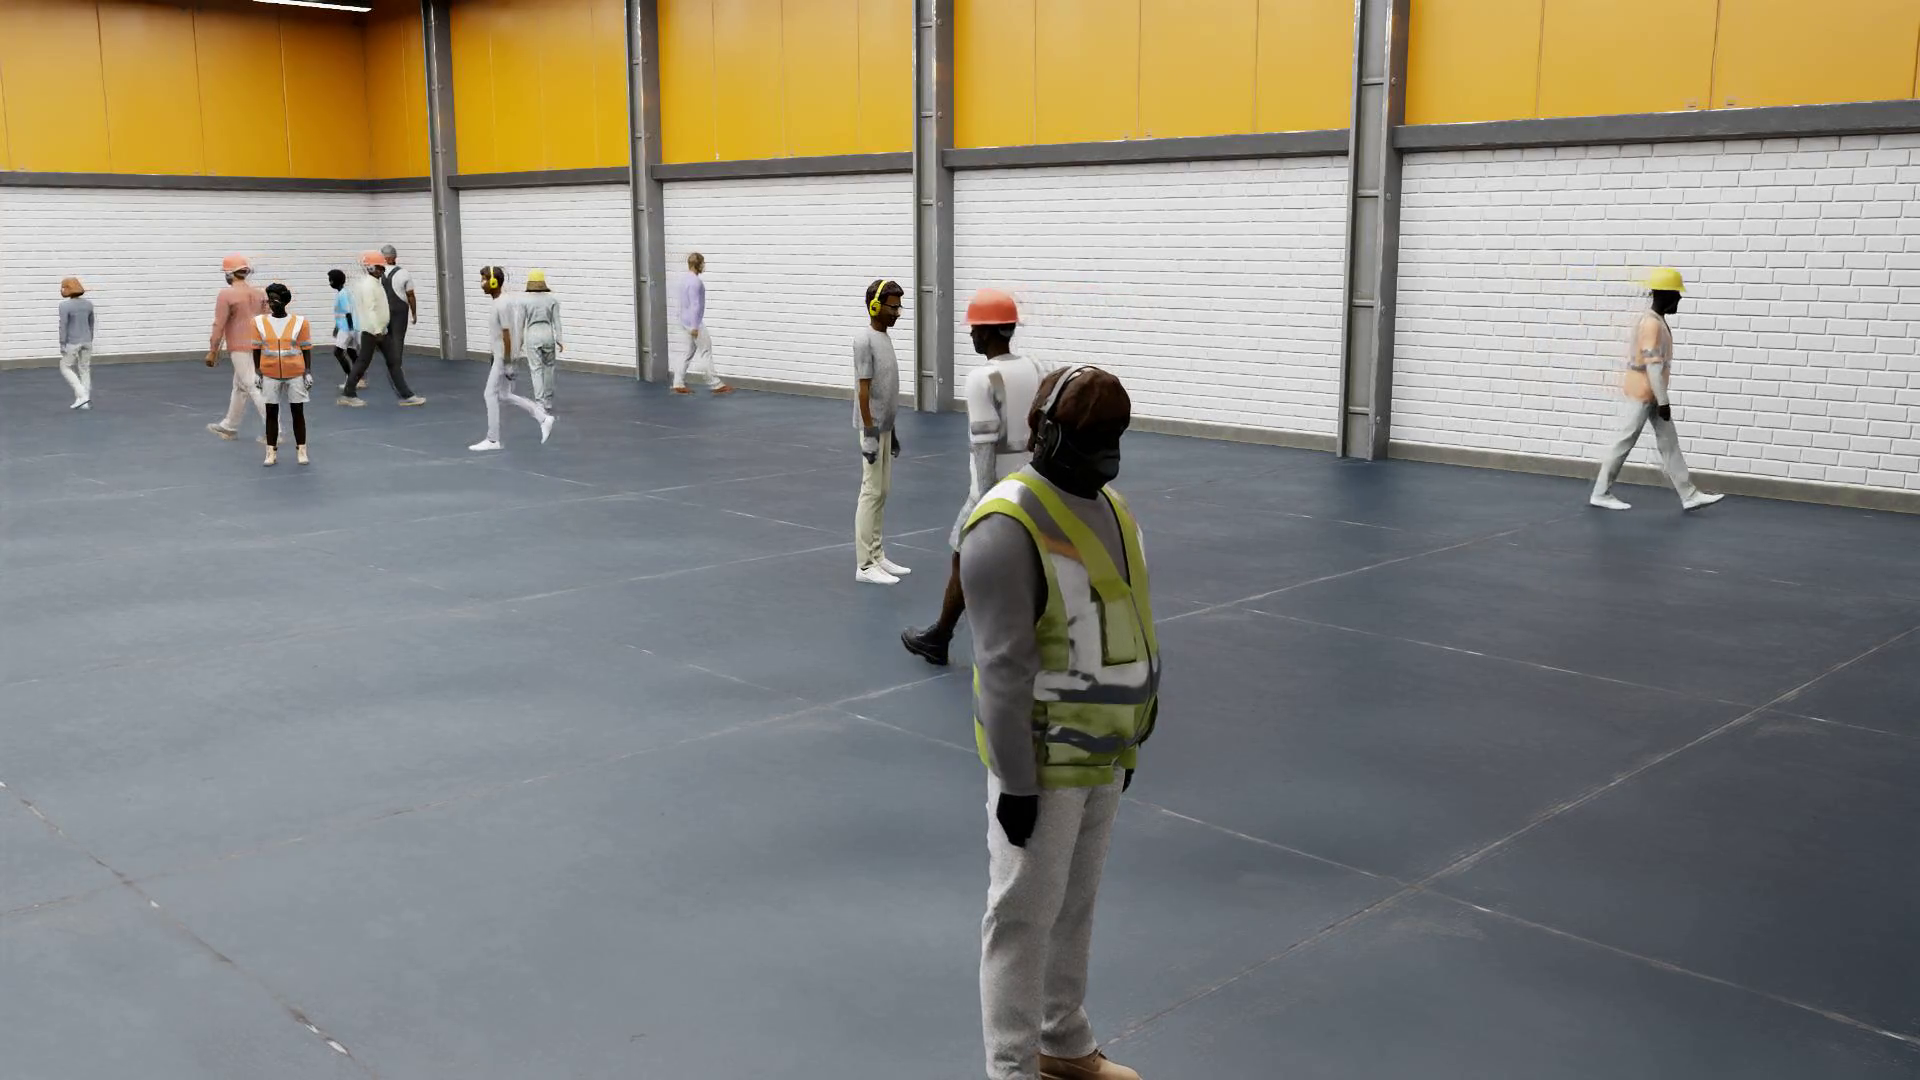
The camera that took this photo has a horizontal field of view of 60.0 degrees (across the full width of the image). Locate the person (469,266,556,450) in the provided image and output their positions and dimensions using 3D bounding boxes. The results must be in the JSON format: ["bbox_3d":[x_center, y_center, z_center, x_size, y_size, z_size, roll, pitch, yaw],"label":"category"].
[{"bbox_3d":[-4.501,-1.814,16.594,0.764,1.839,0.508,-2,11,-11],"label":"person"}]

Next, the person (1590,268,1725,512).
[{"bbox_3d":[5.372,-1.134,12.765,0.976,1.871,0.615,6,12,28],"label":"person"}]

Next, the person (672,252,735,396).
[{"bbox_3d":[-3.466,-2.855,22.092,0.842,1.902,0.652,-4,11,-22],"label":"person"}]

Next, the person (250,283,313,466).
[{"bbox_3d":[-6.282,-1.532,15.433,0.532,1.697,0.322,-3,11,-16],"label":"person"}]

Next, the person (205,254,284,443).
[{"bbox_3d":[-7.429,-1.963,17.141,1.042,1.940,0.614,3,11,14],"label":"person"}]

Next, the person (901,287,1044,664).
[{"bbox_3d":[0.170,-0.267,8.042,1.008,1.885,0.552,10,14,42],"label":"person"}]

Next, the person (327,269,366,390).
[{"bbox_3d":[-8.468,-2.889,22.913,0.498,1.672,0.543,-3,11,-17],"label":"person"}]

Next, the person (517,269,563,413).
[{"bbox_3d":[-5.131,-2.425,20.247,0.514,1.714,0.769,-5,11,-23],"label":"person"}]

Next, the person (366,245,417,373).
[{"bbox_3d":[-8.713,-3.549,25.498,0.694,2.000,1.017,-1,10,-6],"label":"person"}]

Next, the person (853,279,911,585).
[{"bbox_3d":[-0.487,-0.668,10.271,0.329,1.865,0.516,2,11,13],"label":"person"}]

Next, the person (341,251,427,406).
[{"bbox_3d":[-7.277,-2.616,20.699,1.046,1.941,0.644,0,10,-1],"label":"person"}]

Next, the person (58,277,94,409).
[{"bbox_3d":[-10.823,-2.400,20.362,0.393,1.629,0.522,4,11,22],"label":"person"}]

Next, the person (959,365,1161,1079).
[{"bbox_3d":[0.253,0.509,3.927,0.430,1.839,0.619,6,12,29],"label":"person"}]
